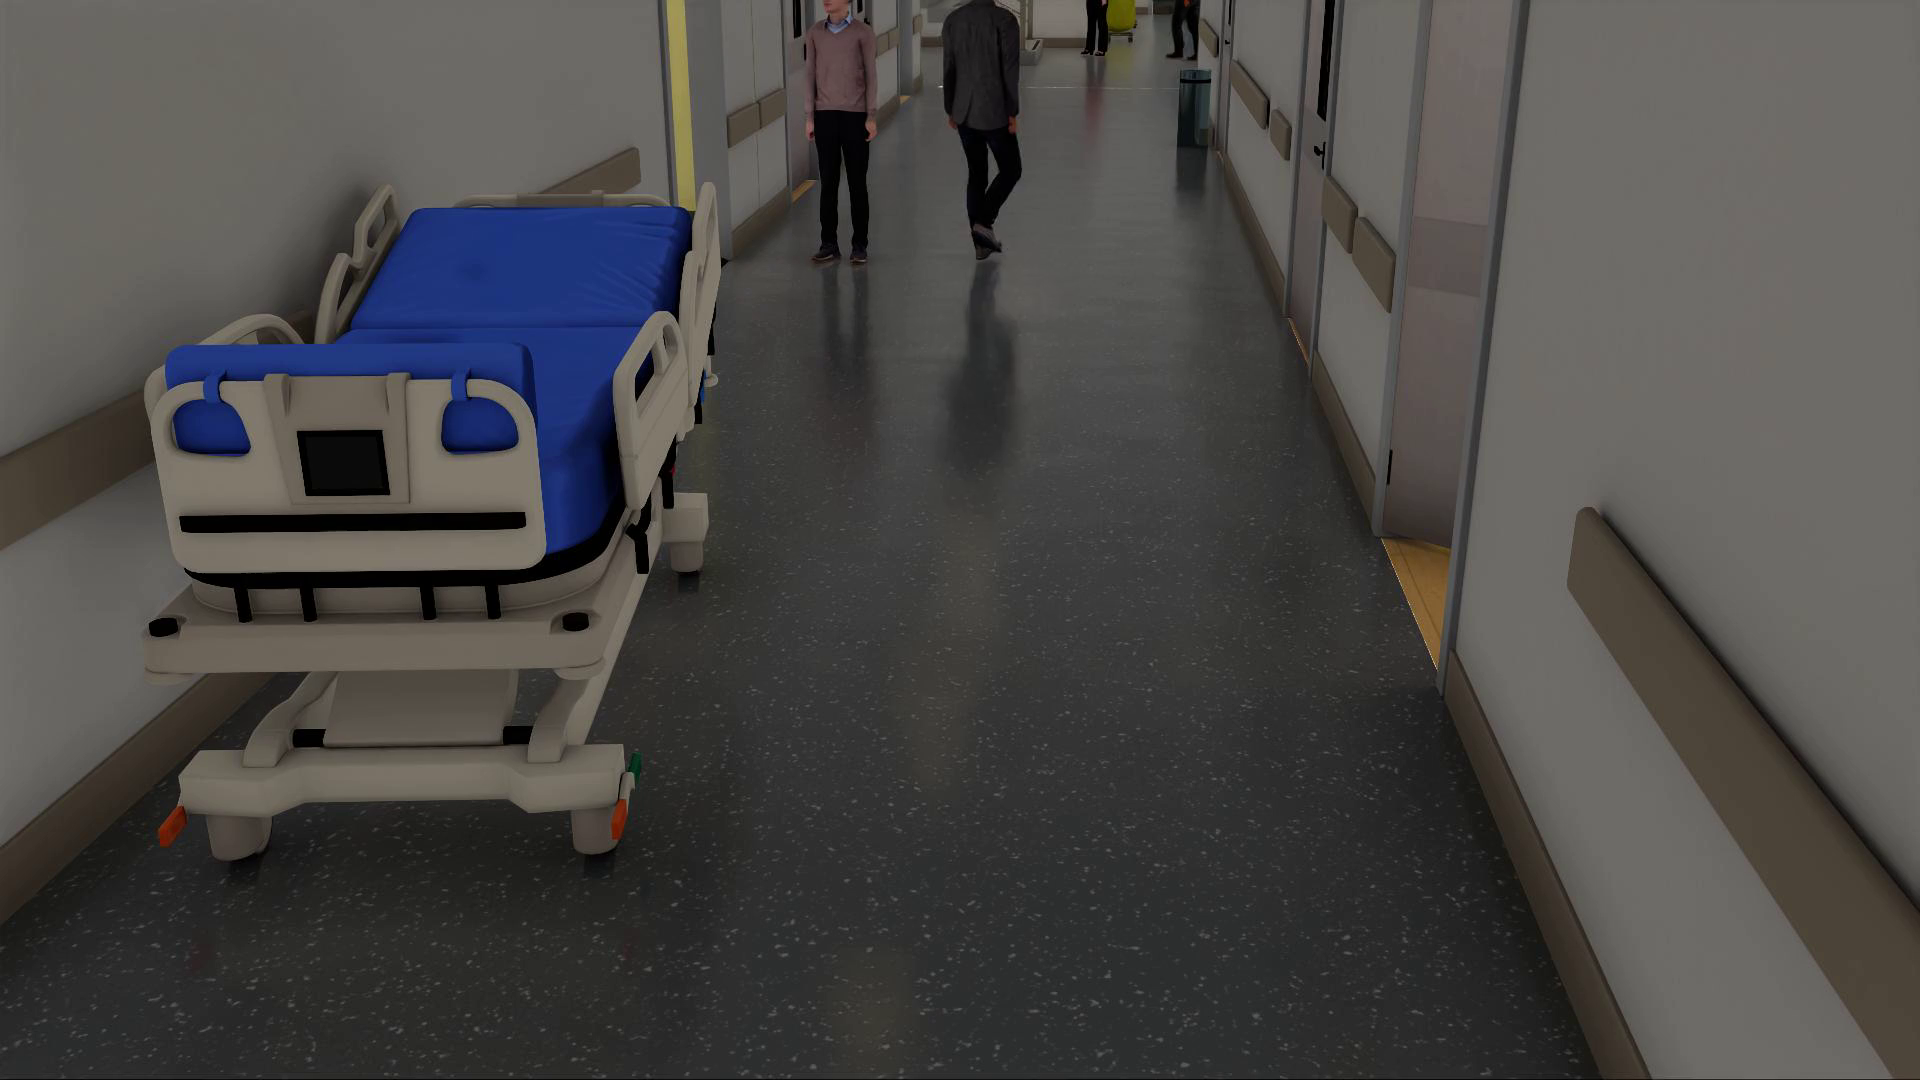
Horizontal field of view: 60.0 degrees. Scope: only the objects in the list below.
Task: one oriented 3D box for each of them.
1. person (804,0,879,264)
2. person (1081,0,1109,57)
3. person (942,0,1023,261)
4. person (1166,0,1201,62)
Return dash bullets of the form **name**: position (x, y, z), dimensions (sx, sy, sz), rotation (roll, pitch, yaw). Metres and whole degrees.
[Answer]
- **person**: position (-0.748, -2.685, 10.596), dimensions (0.504, 1.807, 0.711), rotation (4, 21, 12)
- **person**: position (2.138, -8.431, 25.976), dimensions (0.717, 1.659, 0.654), rotation (-17, 27, -38)
- **person**: position (0.107, -2.676, 10.520), dimensions (0.858, 1.844, 0.921), rotation (12, 24, 29)
- **person**: position (3.465, -8.037, 24.776), dimensions (0.976, 1.772, 0.879), rotation (10, 23, 25)
